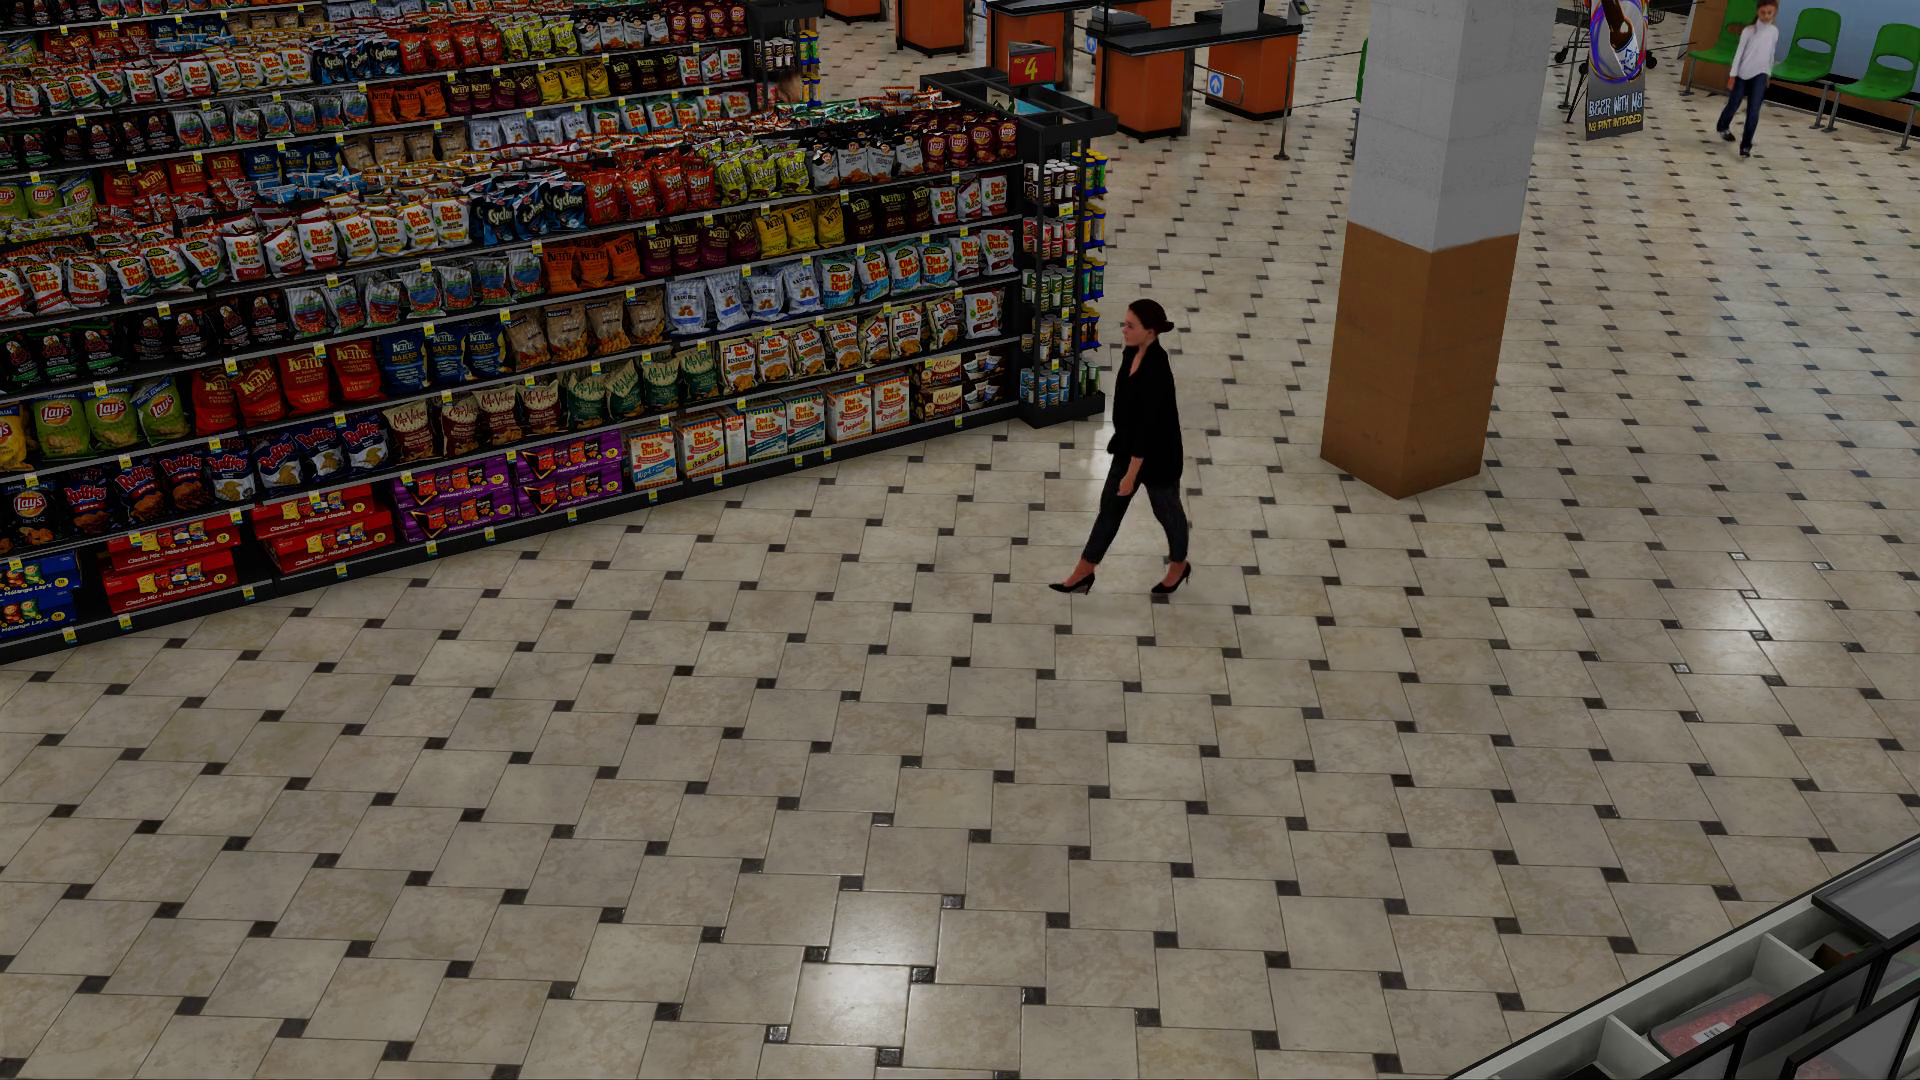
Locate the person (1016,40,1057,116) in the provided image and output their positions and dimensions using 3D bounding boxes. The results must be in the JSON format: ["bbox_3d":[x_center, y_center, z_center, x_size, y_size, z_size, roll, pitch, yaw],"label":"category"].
[{"bbox_3d":[0.685,-3.201,13.626,0.795,1.763,0.681,-10,30,-18],"label":"person"}]

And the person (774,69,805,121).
[{"bbox_3d":[-1.396,-2.828,13.077,1.089,1.634,0.696,-21,35,-33],"label":"person"}]

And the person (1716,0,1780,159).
[{"bbox_3d":[7.786,-4.545,16.435,1.074,1.430,1.083,2,29,4],"label":"person"}]

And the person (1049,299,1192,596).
[{"bbox_3d":[1.056,-0.434,8.640,1.079,1.684,0.773,-10,30,-18],"label":"person"}]
